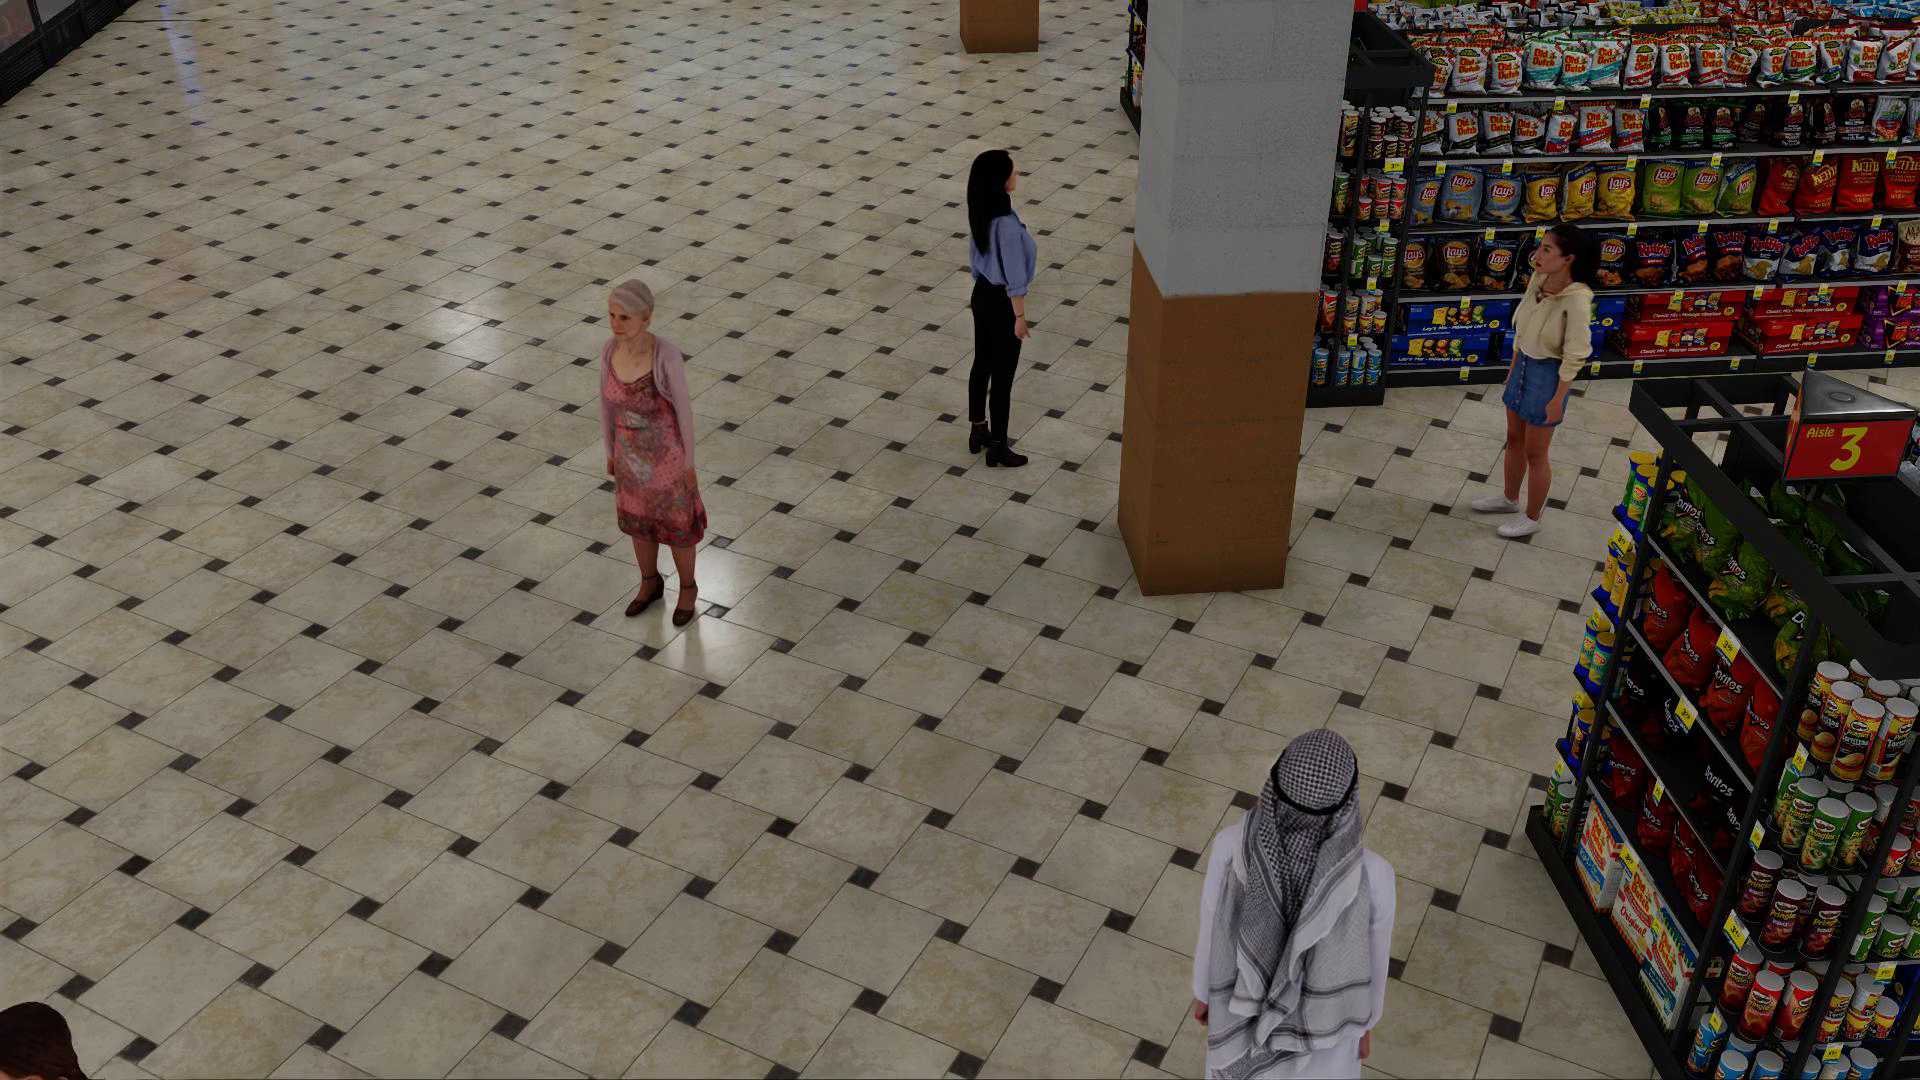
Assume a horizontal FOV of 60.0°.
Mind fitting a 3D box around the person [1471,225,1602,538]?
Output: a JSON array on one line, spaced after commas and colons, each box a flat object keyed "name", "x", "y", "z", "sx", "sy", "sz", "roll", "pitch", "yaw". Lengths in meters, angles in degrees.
[{"name": "person", "x": 2.856, "y": -0.779, "z": 8.184, "sx": 0.580, "sy": 1.630, "sz": 0.668, "roll": -8, "pitch": 33, "yaw": -12}]

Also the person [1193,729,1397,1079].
[{"name": "person", "x": 0.891, "y": 1.302, "z": 4.560, "sx": 0.712, "sy": 1.927, "sz": 0.837, "roll": 9, "pitch": 33, "yaw": 14}]

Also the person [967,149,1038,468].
[{"name": "person", "x": 0.191, "y": -1.212, "z": 8.774, "sx": 0.693, "sy": 1.743, "sz": 0.720, "roll": -15, "pitch": 35, "yaw": -22}]

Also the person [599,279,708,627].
[{"name": "person", "x": -1.387, "y": -0.389, "z": 7.499, "sx": 0.641, "sy": 1.692, "sz": 0.748, "roll": 10, "pitch": 33, "yaw": 16}]

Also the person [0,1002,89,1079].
[{"name": "person", "x": -2.103, "y": 1.717, "z": 4.246, "sx": 0.867, "sy": 1.553, "sz": 0.749, "roll": -20, "pitch": 37, "yaw": -29}]
